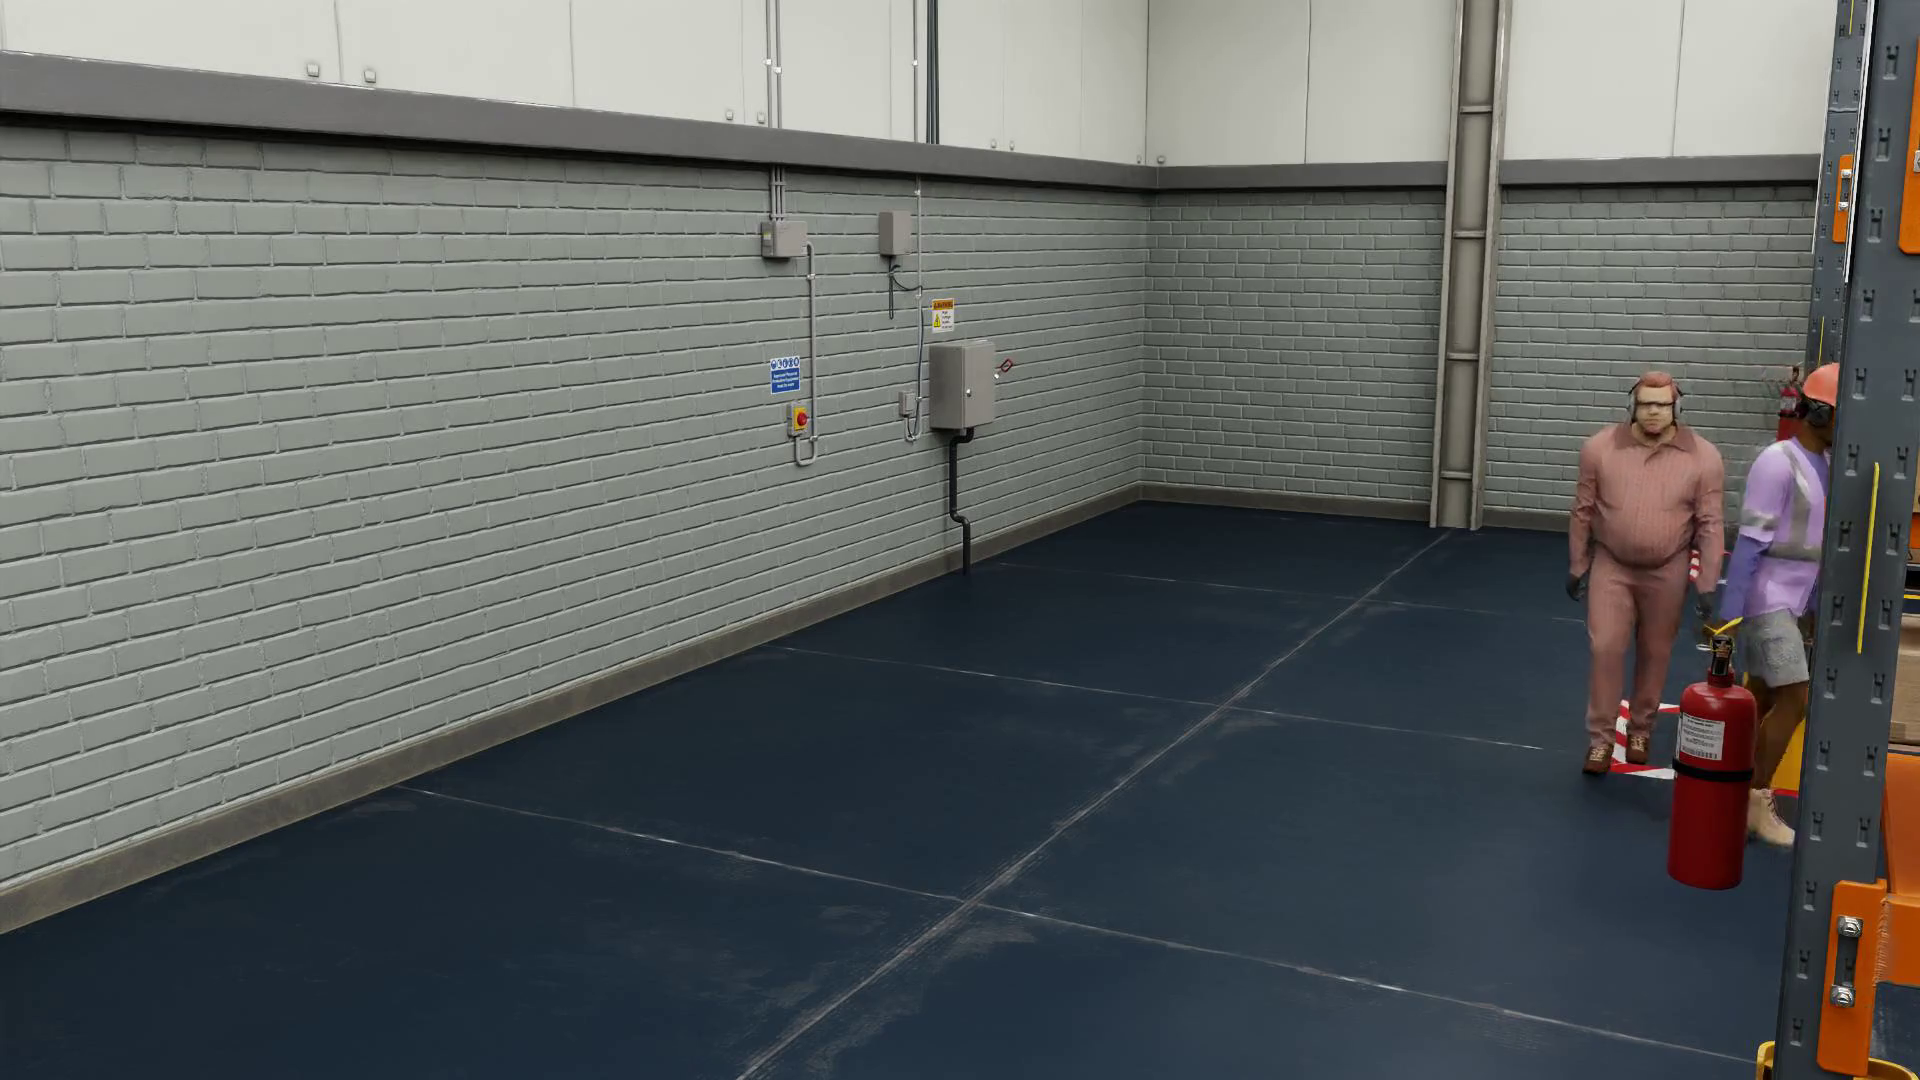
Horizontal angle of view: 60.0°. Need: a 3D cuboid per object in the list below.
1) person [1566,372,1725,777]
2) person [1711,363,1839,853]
[{"bbox_3d":[3.163,0.173,7.721,0.680,1.876,0.813,4,11,23],"label":"person"},{"bbox_3d":[3.430,0.273,6.872,0.655,1.996,0.690,9,14,42],"label":"person"}]
